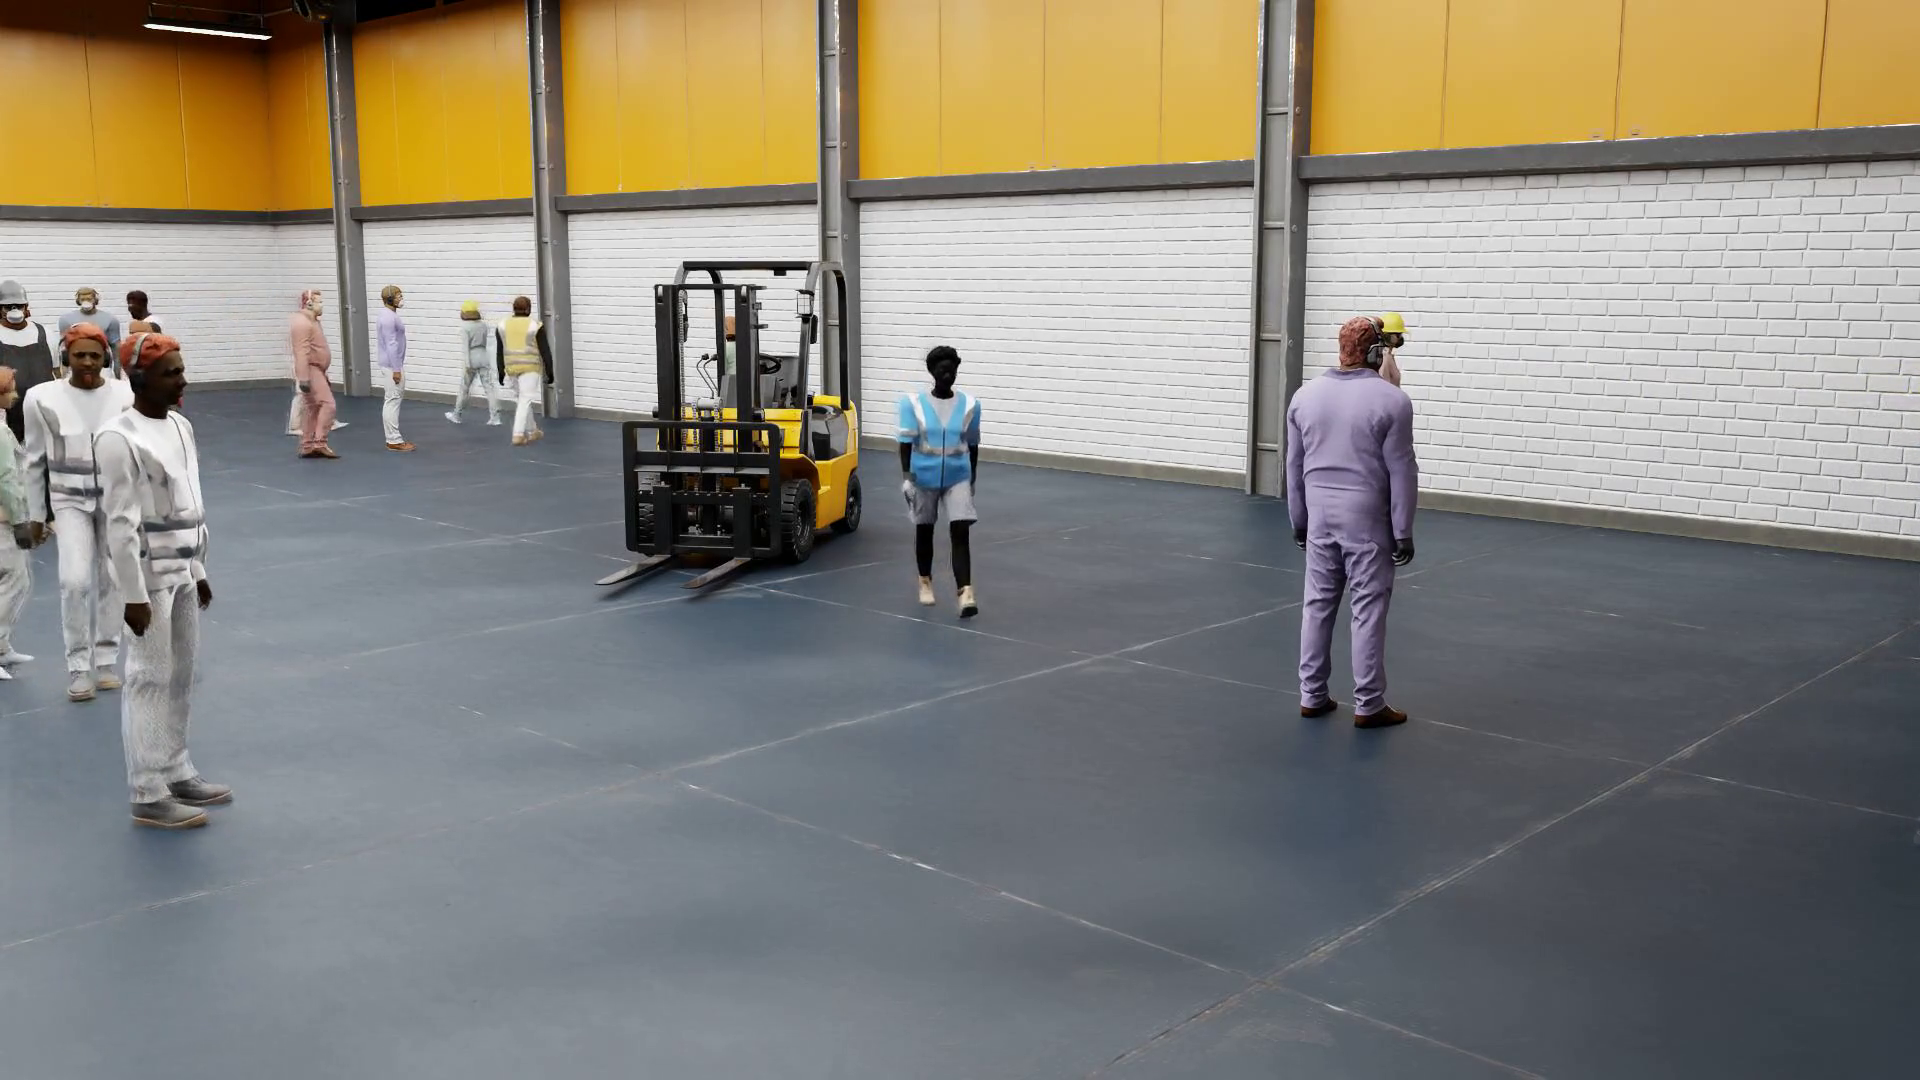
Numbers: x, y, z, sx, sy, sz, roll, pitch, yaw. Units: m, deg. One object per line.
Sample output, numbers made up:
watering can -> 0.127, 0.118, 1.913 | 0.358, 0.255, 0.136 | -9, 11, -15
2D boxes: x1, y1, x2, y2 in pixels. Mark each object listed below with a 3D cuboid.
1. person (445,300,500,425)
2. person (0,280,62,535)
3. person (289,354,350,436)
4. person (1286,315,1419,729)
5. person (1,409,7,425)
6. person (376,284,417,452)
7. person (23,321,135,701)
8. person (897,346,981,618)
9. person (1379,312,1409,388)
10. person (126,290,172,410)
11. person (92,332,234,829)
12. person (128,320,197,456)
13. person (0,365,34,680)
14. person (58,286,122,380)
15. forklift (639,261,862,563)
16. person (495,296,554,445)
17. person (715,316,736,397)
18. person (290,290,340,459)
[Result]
person -> -6.636, -2.413, 22.667 | 0.914, 1.694, 0.493 | 6, 11, 34
person -> -7.373, -1.023, 13.085 | 0.539, 2.000, 0.688 | 9, 13, 44
person -> -8.214, -2.134, 21.216 | 0.814, 1.599, 0.530 | -4, 10, -24
person -> 1.841, -0.086, 7.754 | 0.652, 1.906, 0.402 | 9, 13, 43
person -> -7.371, -0.723, 12.491 | 0.498, 1.633, 0.282 | 2, 9, 11
person -> -6.585, -1.995, 19.359 | 0.372, 1.940, 0.631 | -4, 10, -22
person -> -4.275, -0.142, 8.227 | 0.571, 1.857, 0.663 | -6, 11, -33
person -> -0.118, -0.360, 10.197 | 0.540, 1.647, 0.881 | -1, 9, -8
person -> 3.466, -0.966, 13.574 | 0.331, 1.768, 0.526 | 3, 10, 15
person -> -9.293, -1.929, 19.162 | 0.549, 1.920, 0.635 | -8, 12, -39
person -> -3.061, 0.150, 6.369 | 0.338, 1.882, 0.583 | 0, 9, 0
person -> -8.094, -1.397, 16.682 | 0.627, 1.613, 0.502 | -2, 10, -14
person -> -5.049, -0.094, 8.682 | 0.362, 1.629, 0.561 | -8, 12, -42
person -> -10.054, -1.967, 19.247 | 0.646, 1.924, 0.481 | -3, 10, -18
forklift -> -1.552, -1.040, 12.721 | 1.214, 2.155, 2.313 | 2, 9, 11
person -> -5.288, -2.061, 20.230 | 0.642, 1.792, 0.983 | 2, 9, 11
person -> -2.367, -1.496, 17.227 | 0.272, 1.632, 0.507 | 5, 11, 29
person -> -7.135, -1.839, 18.552 | 0.588, 1.885, 0.672 | -2, 9, -12
